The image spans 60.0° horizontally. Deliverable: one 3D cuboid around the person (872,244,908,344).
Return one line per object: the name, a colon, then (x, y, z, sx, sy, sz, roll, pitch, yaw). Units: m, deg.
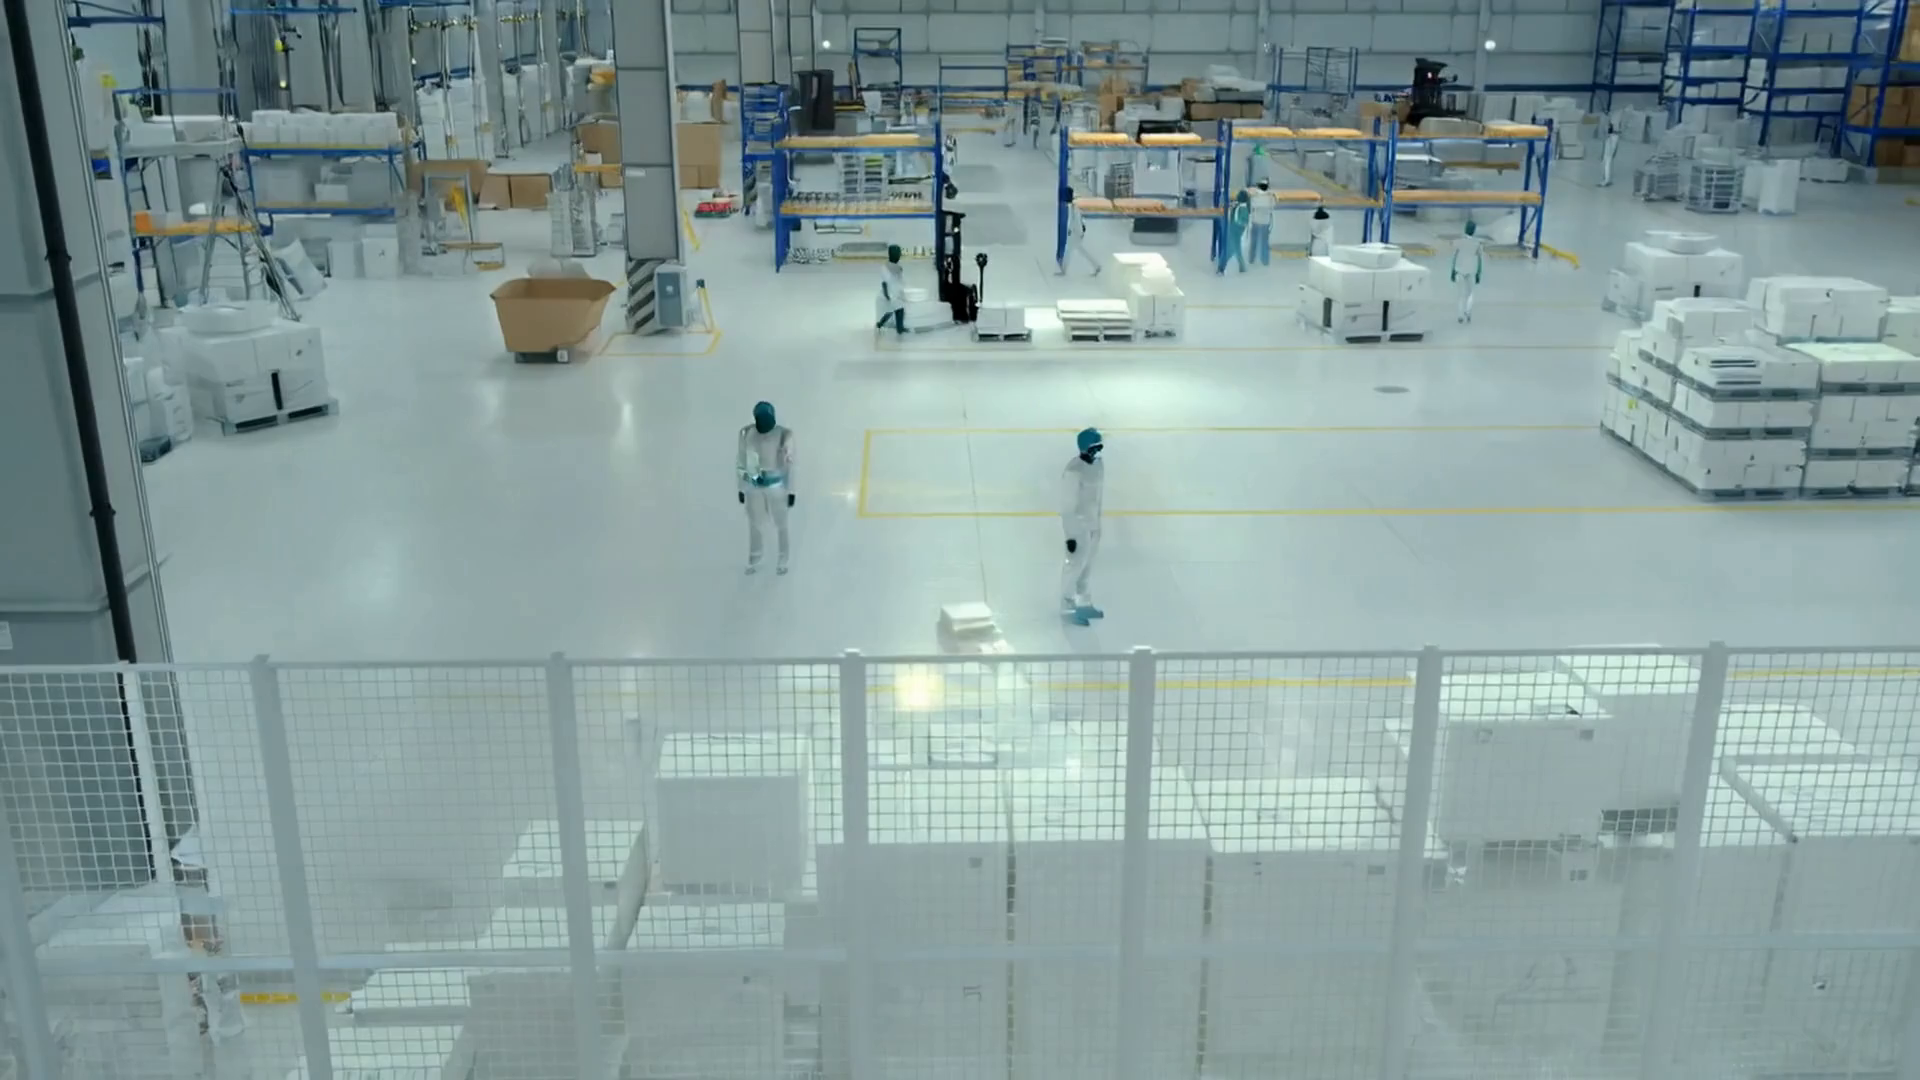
person: (-1.172, -4.164, 28.060, 0.628, 1.681, 0.544, 17, 25, 40)

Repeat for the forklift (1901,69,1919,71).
forklift: (34.107, -15.543, 59.981, 1.873, 2.768, 1.129, -1, 19, -2)

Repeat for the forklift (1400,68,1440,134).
forklift: (16.977, -15.887, 61.000, 1.129, 2.768, 1.873, -1, 19, -2)

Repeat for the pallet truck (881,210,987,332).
pallet truck: (-0.493, -4.759, 29.349, 1.885, 1.965, 0.823, -13, 23, -34)

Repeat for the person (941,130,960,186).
person: (-0.265, -11.359, 49.515, 0.518, 1.619, 0.581, -8, 20, -23)

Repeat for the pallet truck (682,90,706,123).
pallet truck: (-9.671, -15.907, 62.421, 0.823, 1.965, 1.885, 5, 19, 15)

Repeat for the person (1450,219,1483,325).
person: (8.982, -4.753, 29.555, 0.508, 1.853, 0.500, 6, 20, 17)

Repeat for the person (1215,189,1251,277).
person: (5.658, -6.324, 34.312, 0.905, 1.809, 0.511, -8, 20, -23)

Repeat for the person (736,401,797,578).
person: (-1.980, -0.515, 16.997, 0.625, 1.846, 0.429, 2, 19, 6)

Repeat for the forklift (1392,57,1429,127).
forklift: (18.980, -18.498, 68.746, 1.873, 2.768, 1.129, -1, 19, -1)

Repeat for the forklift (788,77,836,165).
forklift: (-5.106, -13.900, 55.106, 1.873, 2.768, 1.129, -1, 19, -1)

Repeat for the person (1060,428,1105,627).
person: (1.169, -0.130, 15.734, 0.384, 1.932, 0.622, 11, 22, 30)

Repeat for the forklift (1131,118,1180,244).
forklift: (4.592, -8.407, 38.810, 1.129, 2.768, 1.873, 2, 19, 5)

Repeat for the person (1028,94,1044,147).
person: (2.754, -15.326, 60.840, 0.549, 1.910, 0.830, 6, 20, 17)

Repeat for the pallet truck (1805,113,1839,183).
pallet truck: (26.403, -11.957, 50.702, 0.823, 1.965, 1.885, 6, 19, 16)

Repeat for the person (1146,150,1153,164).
person: (5.044, -10.131, 45.518, 0.887, 1.855, 0.586, 0, 19, 0)

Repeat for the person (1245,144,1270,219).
person: (7.596, -9.159, 42.569, 0.630, 1.897, 1.014, 5, 19, 14)

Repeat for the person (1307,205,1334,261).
person: (6.999, -5.646, 32.372, 0.493, 1.743, 0.297, 1, 19, 3)

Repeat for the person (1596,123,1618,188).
person: (19.164, -11.370, 49.168, 0.315, 1.865, 0.526, -9, 21, -24)

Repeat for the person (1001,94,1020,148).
person: (1.860, -15.357, 60.906, 0.641, 1.925, 0.482, 9, 21, 25)

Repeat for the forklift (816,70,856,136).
forklift: (-4.742, -15.279, 59.197, 1.873, 2.768, 1.129, -10, 21, -26)

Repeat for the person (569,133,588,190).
person: (-10.443, -10.192, 45.598, 0.683, 1.910, 0.579, 15, 24, 38)

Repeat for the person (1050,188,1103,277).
person: (2.451, -6.327, 34.251, 1.064, 1.849, 0.598, 2, 19, 6)

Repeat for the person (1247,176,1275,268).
person: (6.401, -6.769, 35.437, 0.585, 1.918, 0.379, 2, 19, 7)
